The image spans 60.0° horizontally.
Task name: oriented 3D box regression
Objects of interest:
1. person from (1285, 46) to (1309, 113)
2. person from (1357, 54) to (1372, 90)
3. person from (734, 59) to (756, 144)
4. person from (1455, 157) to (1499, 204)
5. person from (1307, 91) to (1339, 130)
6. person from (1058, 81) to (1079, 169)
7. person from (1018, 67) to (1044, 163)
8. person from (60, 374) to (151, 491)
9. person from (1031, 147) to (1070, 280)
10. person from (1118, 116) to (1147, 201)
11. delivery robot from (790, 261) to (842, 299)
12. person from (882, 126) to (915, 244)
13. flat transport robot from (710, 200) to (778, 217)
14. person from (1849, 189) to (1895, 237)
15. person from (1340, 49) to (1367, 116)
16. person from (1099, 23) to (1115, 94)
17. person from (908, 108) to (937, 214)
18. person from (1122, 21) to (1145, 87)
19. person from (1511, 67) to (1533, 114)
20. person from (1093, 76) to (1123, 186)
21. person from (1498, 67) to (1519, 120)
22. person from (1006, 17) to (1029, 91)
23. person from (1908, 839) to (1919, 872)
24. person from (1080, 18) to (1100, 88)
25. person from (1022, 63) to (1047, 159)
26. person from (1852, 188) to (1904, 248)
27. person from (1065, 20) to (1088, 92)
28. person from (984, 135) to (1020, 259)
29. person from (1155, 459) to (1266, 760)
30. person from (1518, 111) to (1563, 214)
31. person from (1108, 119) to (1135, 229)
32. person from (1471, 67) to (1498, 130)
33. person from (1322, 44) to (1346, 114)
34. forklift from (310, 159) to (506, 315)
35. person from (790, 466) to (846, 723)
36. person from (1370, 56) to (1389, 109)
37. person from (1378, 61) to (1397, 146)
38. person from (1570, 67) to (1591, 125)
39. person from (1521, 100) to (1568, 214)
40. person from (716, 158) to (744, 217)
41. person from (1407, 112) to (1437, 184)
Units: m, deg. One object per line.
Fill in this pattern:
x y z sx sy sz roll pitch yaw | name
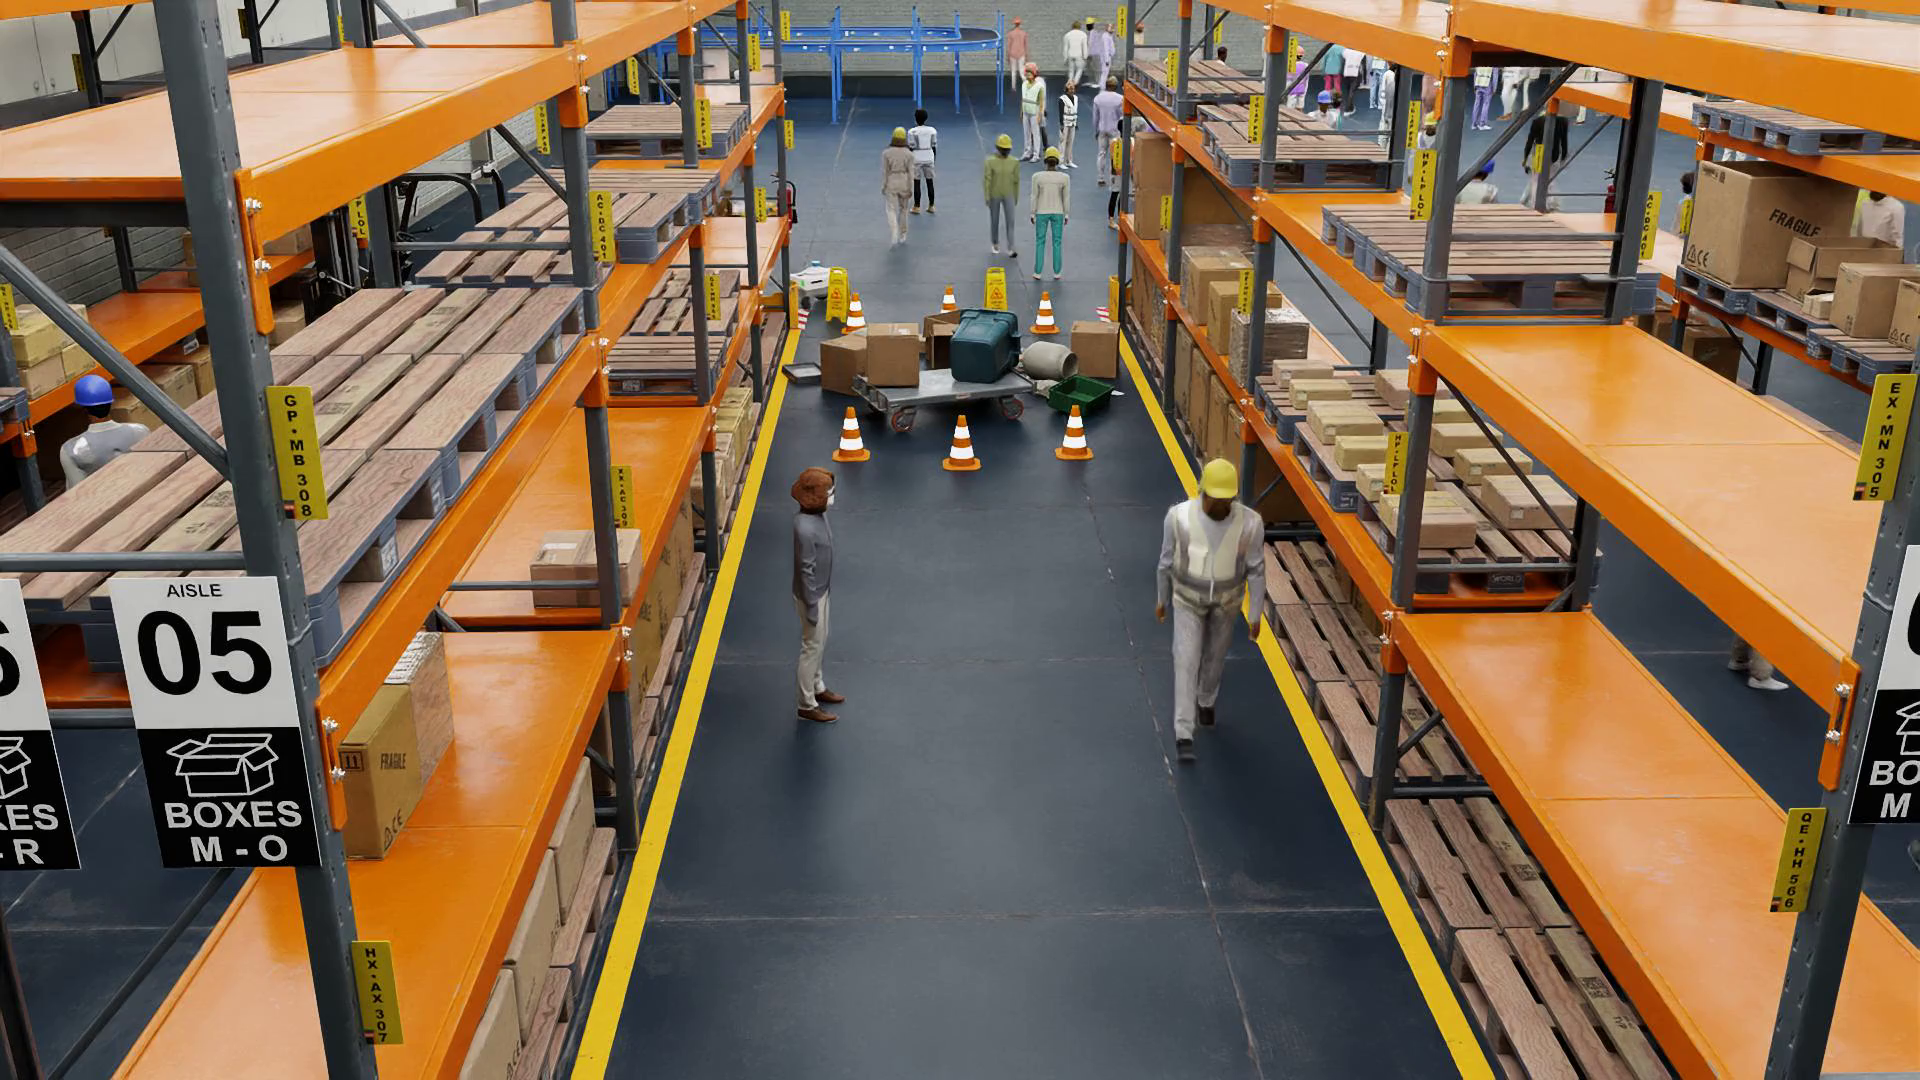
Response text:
7.353 -9.802 36.400 0.545 1.943 0.347 -8 22 -20 | person
11.374 -13.364 46.137 0.612 1.717 0.369 -15 25 -34 | person
-4.562 -9.321 35.231 0.533 1.868 0.310 -17 26 -37 | person
6.287 -3.765 20.482 0.596 1.917 0.412 13 24 30 | person
5.924 -6.393 27.380 0.606 1.948 0.391 -5 21 -12 | person
2.086 -7.987 32.024 0.310 1.640 0.514 18 27 39 | person
1.419 -8.383 32.794 0.390 1.838 0.564 -19 28 -41 | person
-5.459 -0.122 10.806 0.388 1.948 0.605 14 25 33 | person
1.205 -4.377 22.316 0.528 1.760 0.333 -2 21 -4 | person
2.951 -6.686 28.458 0.494 1.729 0.324 6 22 16 | person
-1.806 -3.257 20.899 0.707 0.478 0.477 -18 27 -39 | delivery robot
-0.912 -5.229 24.619 0.486 1.727 0.696 -1 21 -3 | person
-3.497 -5.258 26.713 0.652 0.197 1.431 9 22 22 | flat transport robot
10.955 -3.618 20.276 0.641 1.792 0.990 10 23 24 | person
9.546 -11.259 40.366 0.607 1.864 1.024 11 23 27 | person
3.976 -12.950 44.804 0.394 1.892 0.634 3 21 8 | person
-0.619 -6.187 27.196 0.536 1.693 0.320 -11 23 -26 | person
4.866 -13.428 46.060 0.562 1.900 0.987 -17 27 -38 | person
13.795 -11.385 40.756 0.539 1.827 0.812 -5 21 -13 | person
2.682 -7.322 29.851 0.629 1.939 0.372 11 24 27 | person
12.945 -10.847 39.261 0.436 1.867 0.611 -2 21 -6 | person
1.592 -13.356 45.756 0.616 1.969 0.632 -5 21 -13 | person
4.903 1.056 8.003 0.591 1.711 0.840 -3 21 -9 | person
3.660 -13.685 46.725 0.724 1.886 0.610 2 21 5 | person
1.548 -8.586 33.285 0.373 1.885 0.742 16 26 35 | person
10.484 -3.249 19.070 0.619 1.938 0.697 -5 21 -13 | person
3.157 -13.180 45.354 0.665 1.918 0.479 7 22 18 | person
0.613 -4.891 23.725 0.537 1.722 0.875 -3 21 -8 | person
1.463 0.388 9.680 0.616 1.780 0.909 1 21 3 | person
9.422 -6.075 26.916 0.939 1.679 0.577 17 26 37 | person
2.527 -5.715 25.938 0.538 1.695 0.320 -19 28 -41 | person
11.899 -10.275 37.701 0.402 1.908 0.602 -16 26 -36 | person
9.125 -11.402 40.554 0.612 1.995 0.376 14 25 32 | person
-5.622 -2.910 17.832 2.313 2.155 1.214 -1 21 -1 | forklift
-0.876 0.325 10.078 0.283 1.624 0.509 1 21 4 | person
10.557 -11.828 41.802 0.397 1.911 0.587 -18 28 -40 | person
8.910 -9.063 34.528 0.355 1.883 0.573 1 21 3 | person
14.459 -10.477 38.631 0.289 1.622 0.508 13 25 31 | person
9.407 -6.175 26.769 0.632 1.973 0.434 -3 21 -9 | person
-3.639 -5.730 25.605 0.630 1.992 0.894 14 25 32 | person
7.209 -5.673 25.669 0.593 1.822 0.419 10 23 26 | person
